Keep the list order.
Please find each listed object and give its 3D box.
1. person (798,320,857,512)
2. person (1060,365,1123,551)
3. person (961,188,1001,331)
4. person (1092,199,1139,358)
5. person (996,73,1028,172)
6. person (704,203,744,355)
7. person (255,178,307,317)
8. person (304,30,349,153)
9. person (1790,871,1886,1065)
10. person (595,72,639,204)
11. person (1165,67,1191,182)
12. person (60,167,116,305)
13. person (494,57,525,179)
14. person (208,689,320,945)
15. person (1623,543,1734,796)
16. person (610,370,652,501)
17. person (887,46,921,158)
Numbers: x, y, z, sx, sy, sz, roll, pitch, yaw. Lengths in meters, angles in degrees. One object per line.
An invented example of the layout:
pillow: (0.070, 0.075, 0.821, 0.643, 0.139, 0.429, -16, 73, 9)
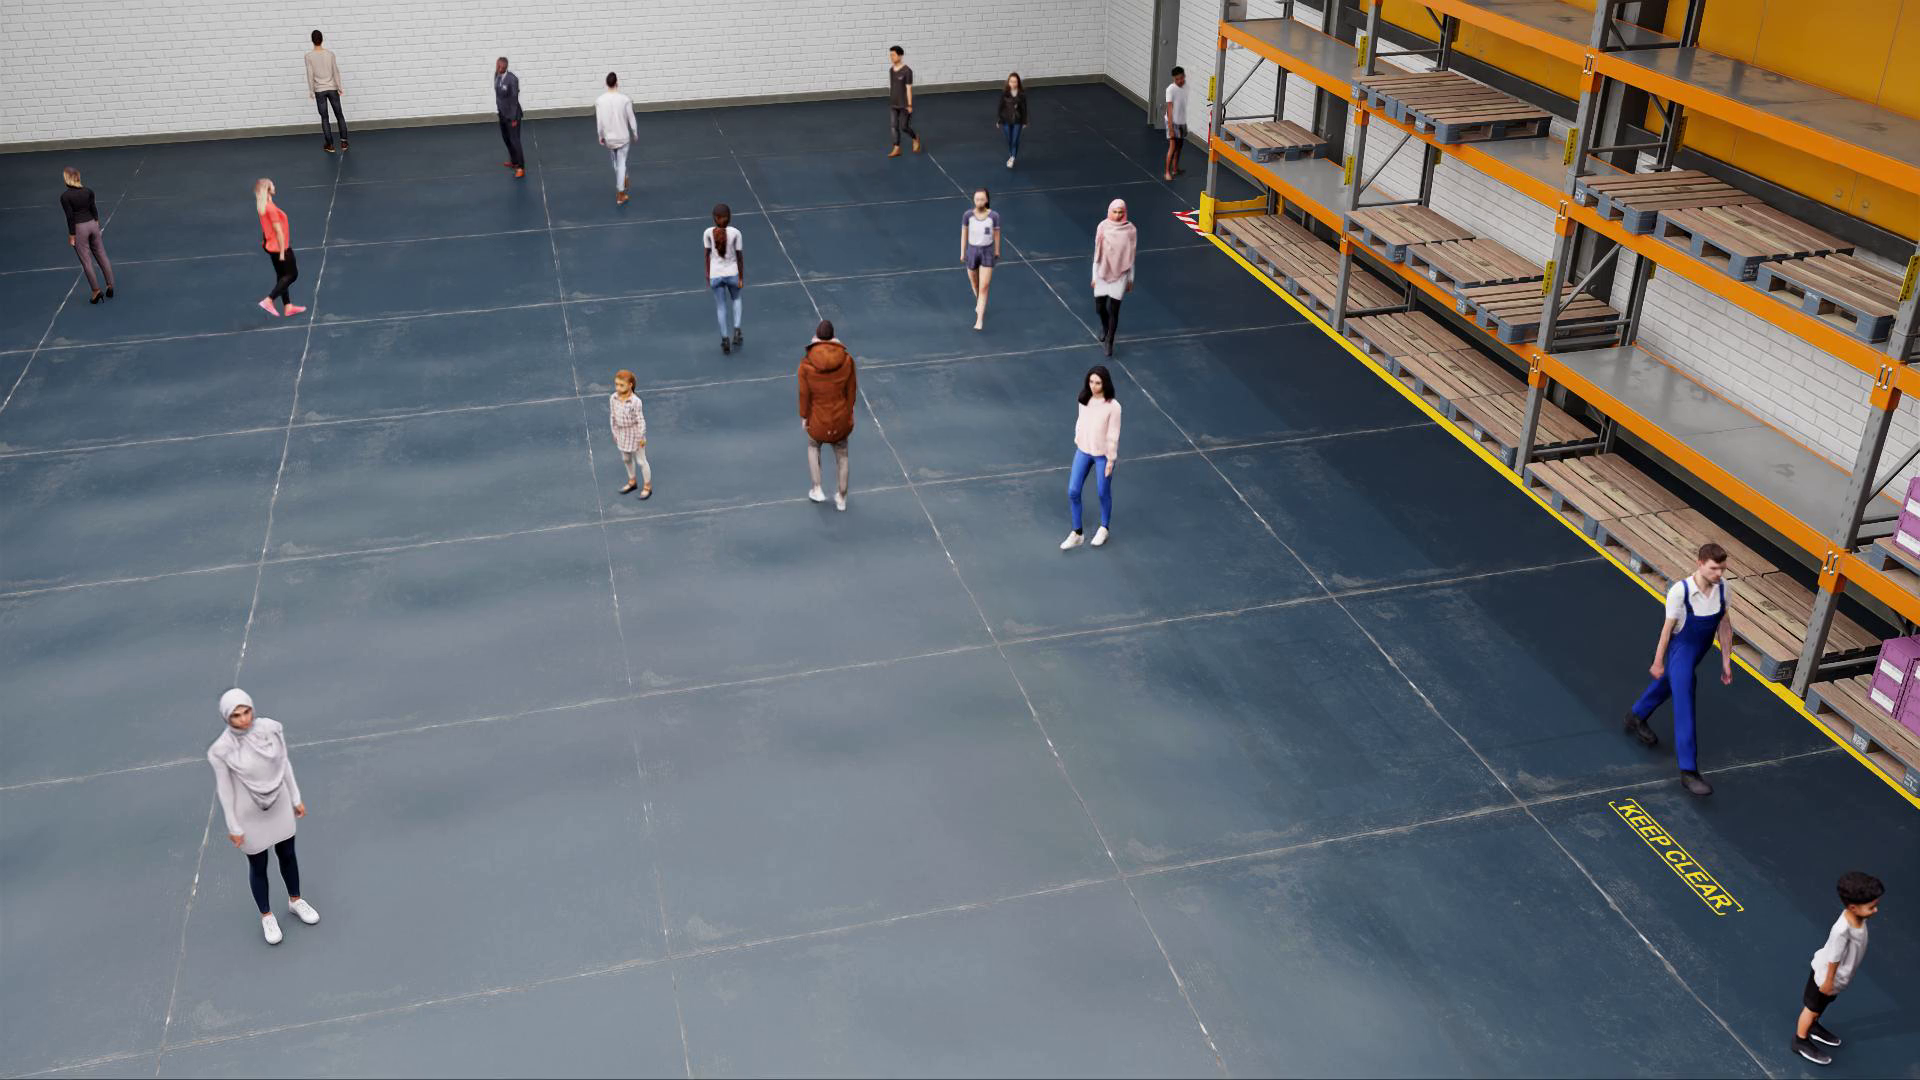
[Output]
person: (-1.192, -1.104, 15.304, 0.709, 1.822, 0.663, -6, 29, -10)
person: (1.262, -0.761, 14.750, 0.861, 1.750, 0.906, 21, 35, 33)
person: (0.243, -3.361, 19.671, 0.930, 1.602, 1.166, 6, 29, 10)
person: (1.725, -2.989, 18.786, 0.792, 1.797, 0.856, 4, 29, 7)
person: (0.817, -6.414, 25.439, 0.878, 1.438, 1.026, 9, 30, 17)
person: (-2.656, -2.926, 18.765, 0.650, 1.707, 0.733, -3, 29, -6)
person: (-8.175, -3.427, 19.705, 0.864, 1.686, 0.860, -25, 37, -38)
person: (-10.001, -7.087, 26.226, 0.728, 1.866, 0.668, -17, 33, -28)
person: (4.970, 2.407, 9.458, 0.564, 1.256, 0.603, -25, 38, -38)
person: (-4.915, -5.724, 23.799, 0.953, 1.798, 1.212, 3, 29, 5)
person: (3.251, -6.262, 24.894, 0.834, 1.693, 0.865, 15, 32, 26)
person: (-10.637, -3.713, 20.245, 0.743, 1.671, 0.662, 12, 31, 21)
person: (-6.777, -6.392, 25.033, 1.031, 1.789, 0.801, -17, 33, -28)
person: (-4.299, 1.673, 10.263, 0.709, 1.775, 0.702, 25, 37, 38)
person: (5.123, 0.793, 11.856, 0.653, 1.793, 1.261, -8, 30, -14)
person: (-3.102, -1.013, 15.677, 0.594, 1.305, 0.654, 15, 32, 26)
person: (-0.883, -6.842, 25.950, 0.940, 1.700, 0.953, 23, 36, 36)
